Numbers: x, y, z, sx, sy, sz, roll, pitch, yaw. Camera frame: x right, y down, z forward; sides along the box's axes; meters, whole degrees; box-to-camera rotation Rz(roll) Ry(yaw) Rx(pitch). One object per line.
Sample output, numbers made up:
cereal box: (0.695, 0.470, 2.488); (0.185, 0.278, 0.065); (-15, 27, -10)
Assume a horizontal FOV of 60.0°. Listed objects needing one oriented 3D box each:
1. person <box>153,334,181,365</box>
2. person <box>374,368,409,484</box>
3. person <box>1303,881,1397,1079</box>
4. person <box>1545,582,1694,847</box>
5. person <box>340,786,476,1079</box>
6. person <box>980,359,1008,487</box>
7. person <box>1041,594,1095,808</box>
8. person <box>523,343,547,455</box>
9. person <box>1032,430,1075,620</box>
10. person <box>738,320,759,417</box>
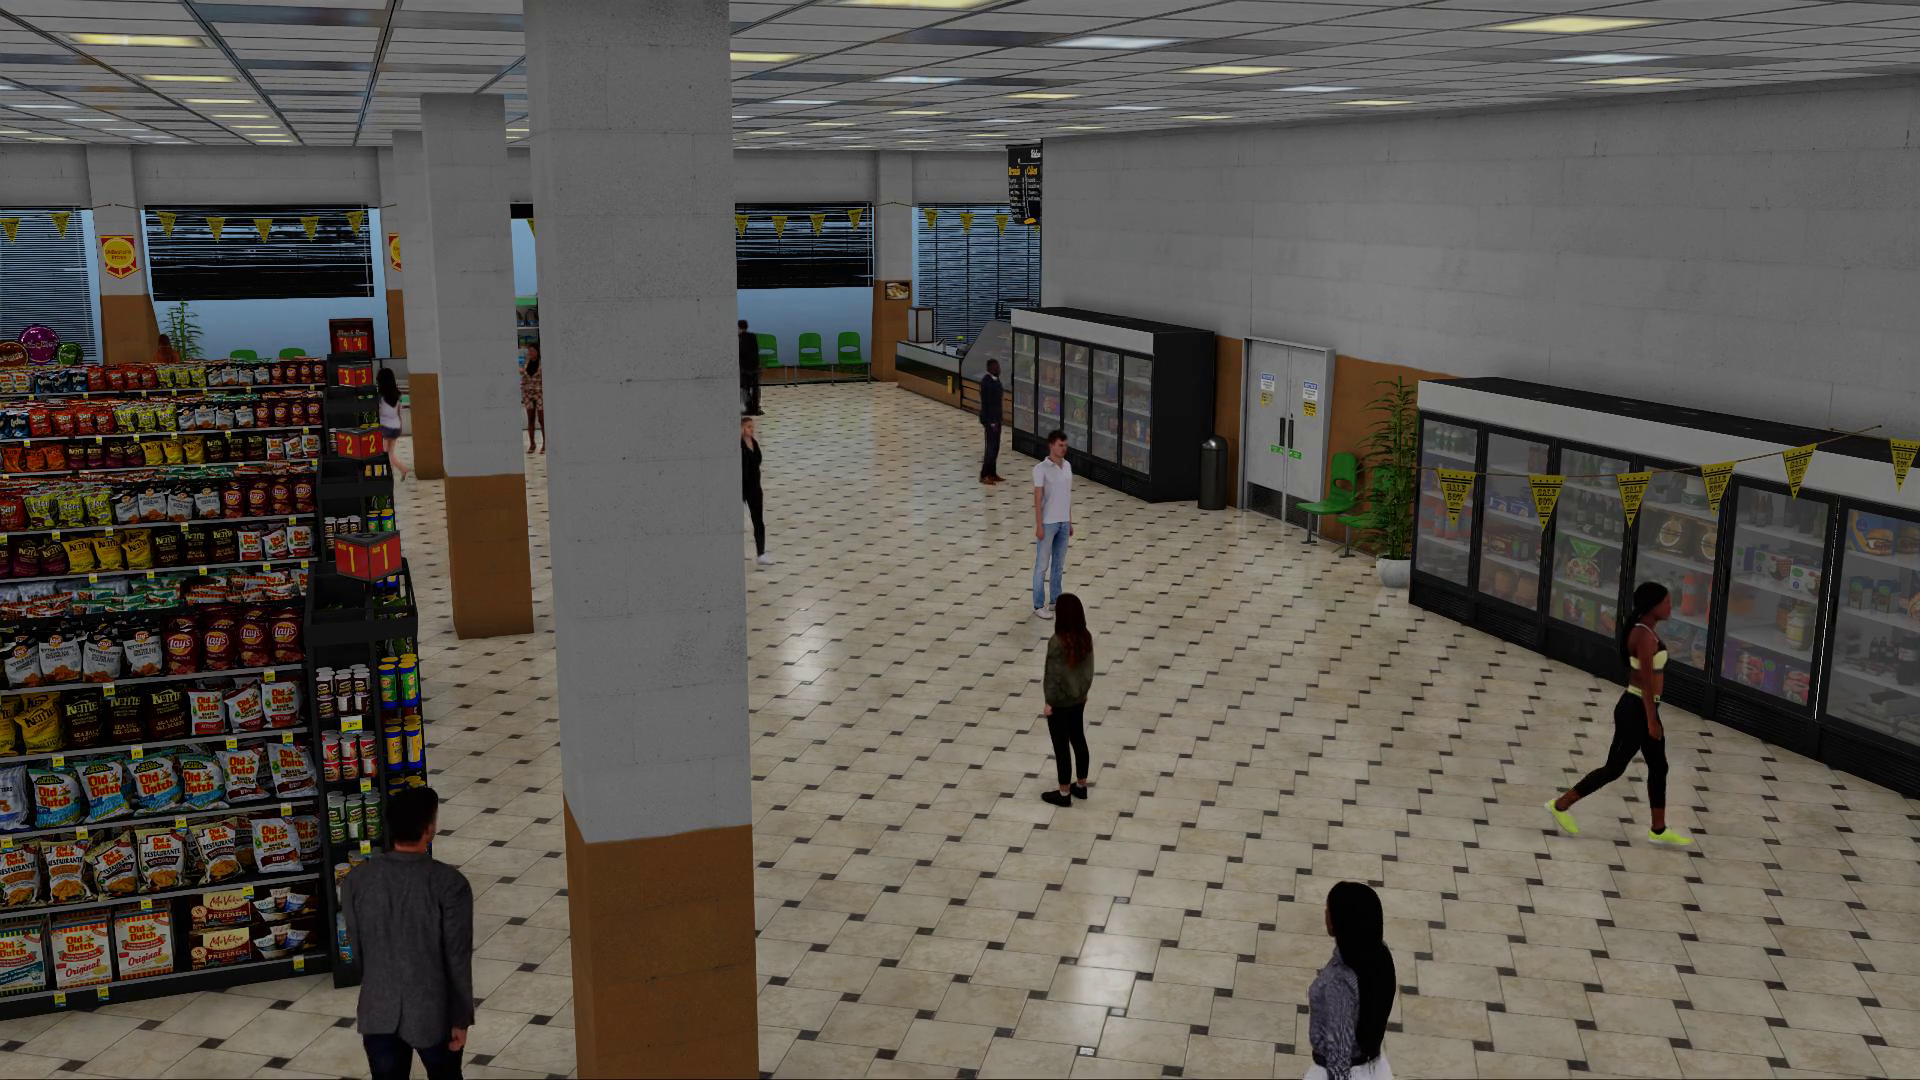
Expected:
person: (-13.804, -2.740, 29.035); (0.643, 1.723, 0.758); (-12, 17, -44)
person: (-8.080, -1.584, 23.627); (0.974, 1.689, 0.945); (7, 14, 30)
person: (1.521, 2.097, 6.150); (1.001, 1.687, 1.187); (12, 17, 44)
person: (4.230, 1.134, 10.645); (1.122, 1.719, 1.074); (6, 13, 25)
person: (-2.185, 1.945, 6.565); (1.151, 1.815, 0.917); (-1, 12, -6)
person: (0.480, -1.724, 23.992); (0.805, 1.812, 0.816); (0, 12, -1)
person: (0.741, 1.089, 11.452); (0.713, 1.475, 0.578); (11, 16, 43)
person: (-6.790, -2.271, 26.647); (0.647, 1.789, 0.734); (3, 12, 14)
person: (0.921, -0.172, 16.514); (0.634, 1.856, 0.783); (-11, 16, -43)
person: (-3.929, -3.225, 31.128); (0.861, 1.809, 0.968); (-12, 17, -44)
